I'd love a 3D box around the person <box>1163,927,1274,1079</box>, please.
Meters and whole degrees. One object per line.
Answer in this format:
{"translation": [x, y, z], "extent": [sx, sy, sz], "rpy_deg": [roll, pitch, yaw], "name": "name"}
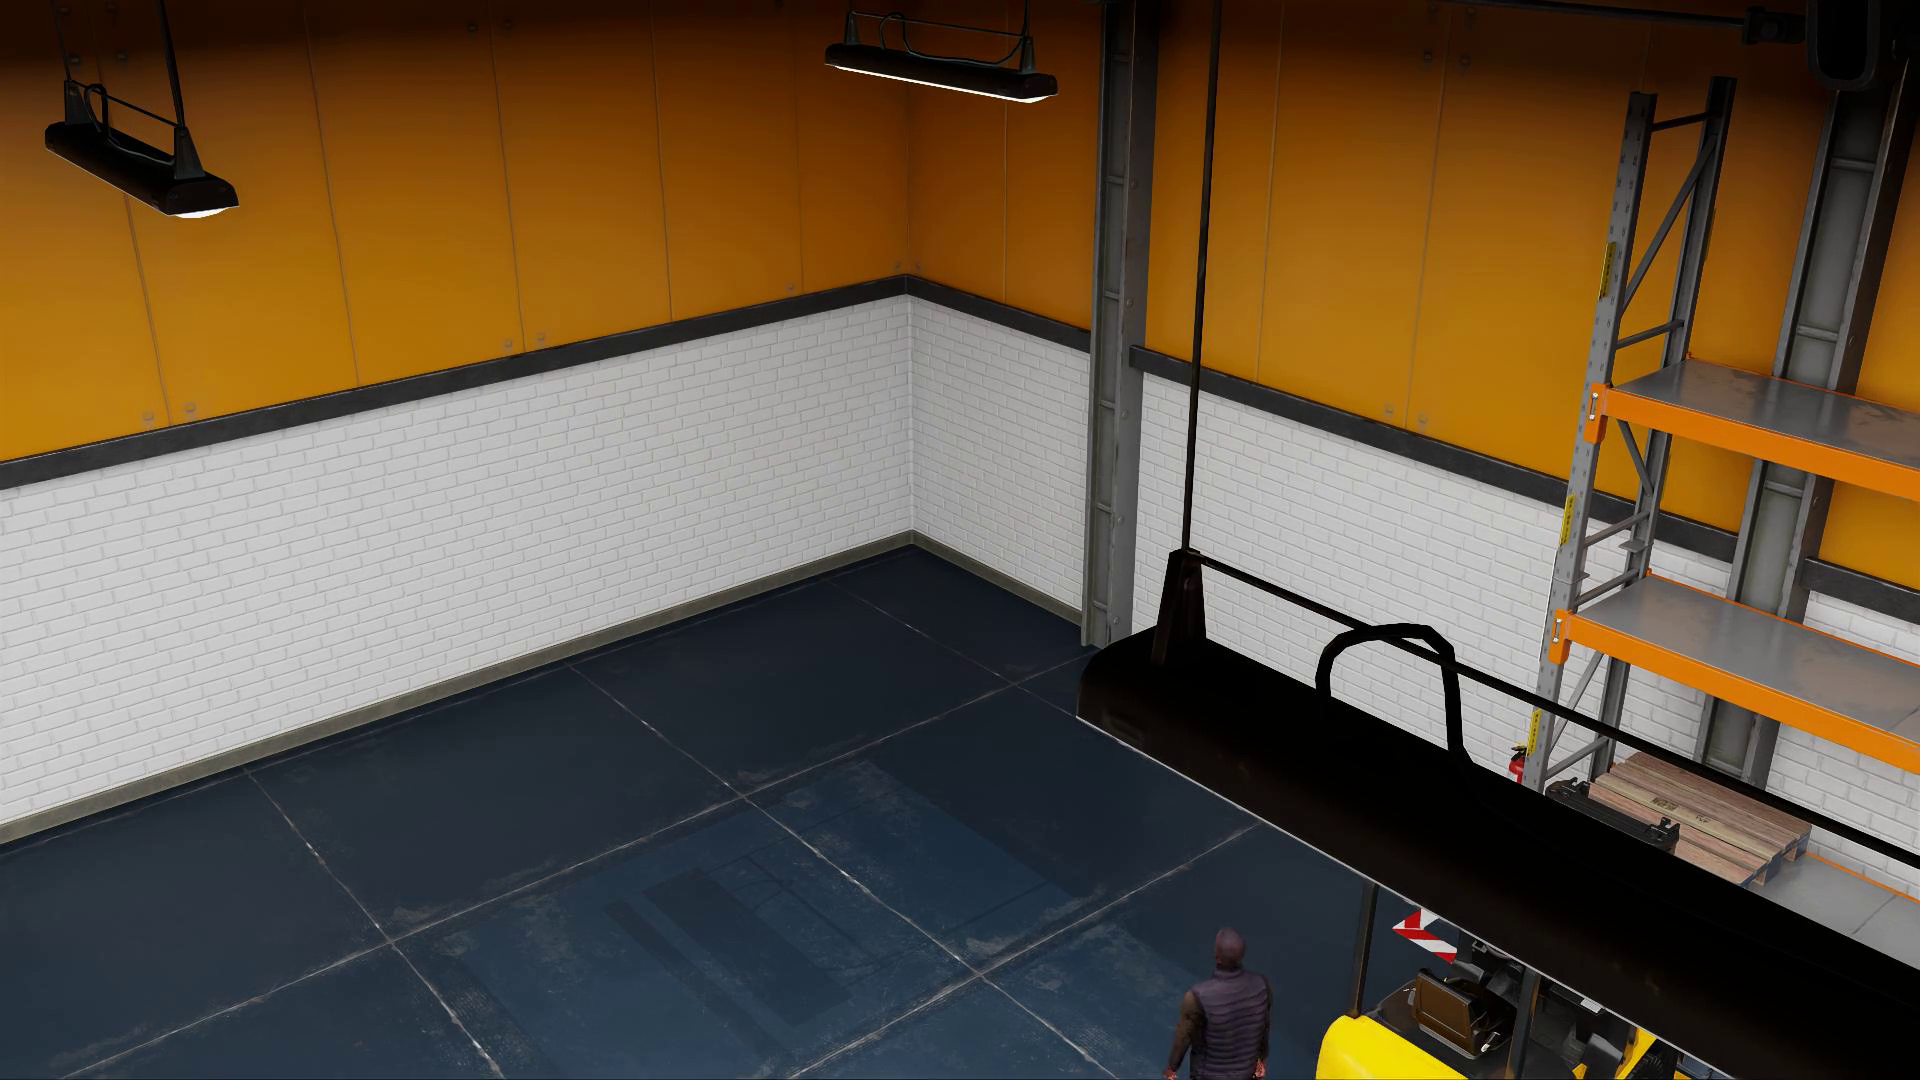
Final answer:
{"translation": [1.508, 3.027, 9.340], "extent": [0.822, 1.823, 0.839], "rpy_deg": [-10, 26, -22], "name": "person"}
